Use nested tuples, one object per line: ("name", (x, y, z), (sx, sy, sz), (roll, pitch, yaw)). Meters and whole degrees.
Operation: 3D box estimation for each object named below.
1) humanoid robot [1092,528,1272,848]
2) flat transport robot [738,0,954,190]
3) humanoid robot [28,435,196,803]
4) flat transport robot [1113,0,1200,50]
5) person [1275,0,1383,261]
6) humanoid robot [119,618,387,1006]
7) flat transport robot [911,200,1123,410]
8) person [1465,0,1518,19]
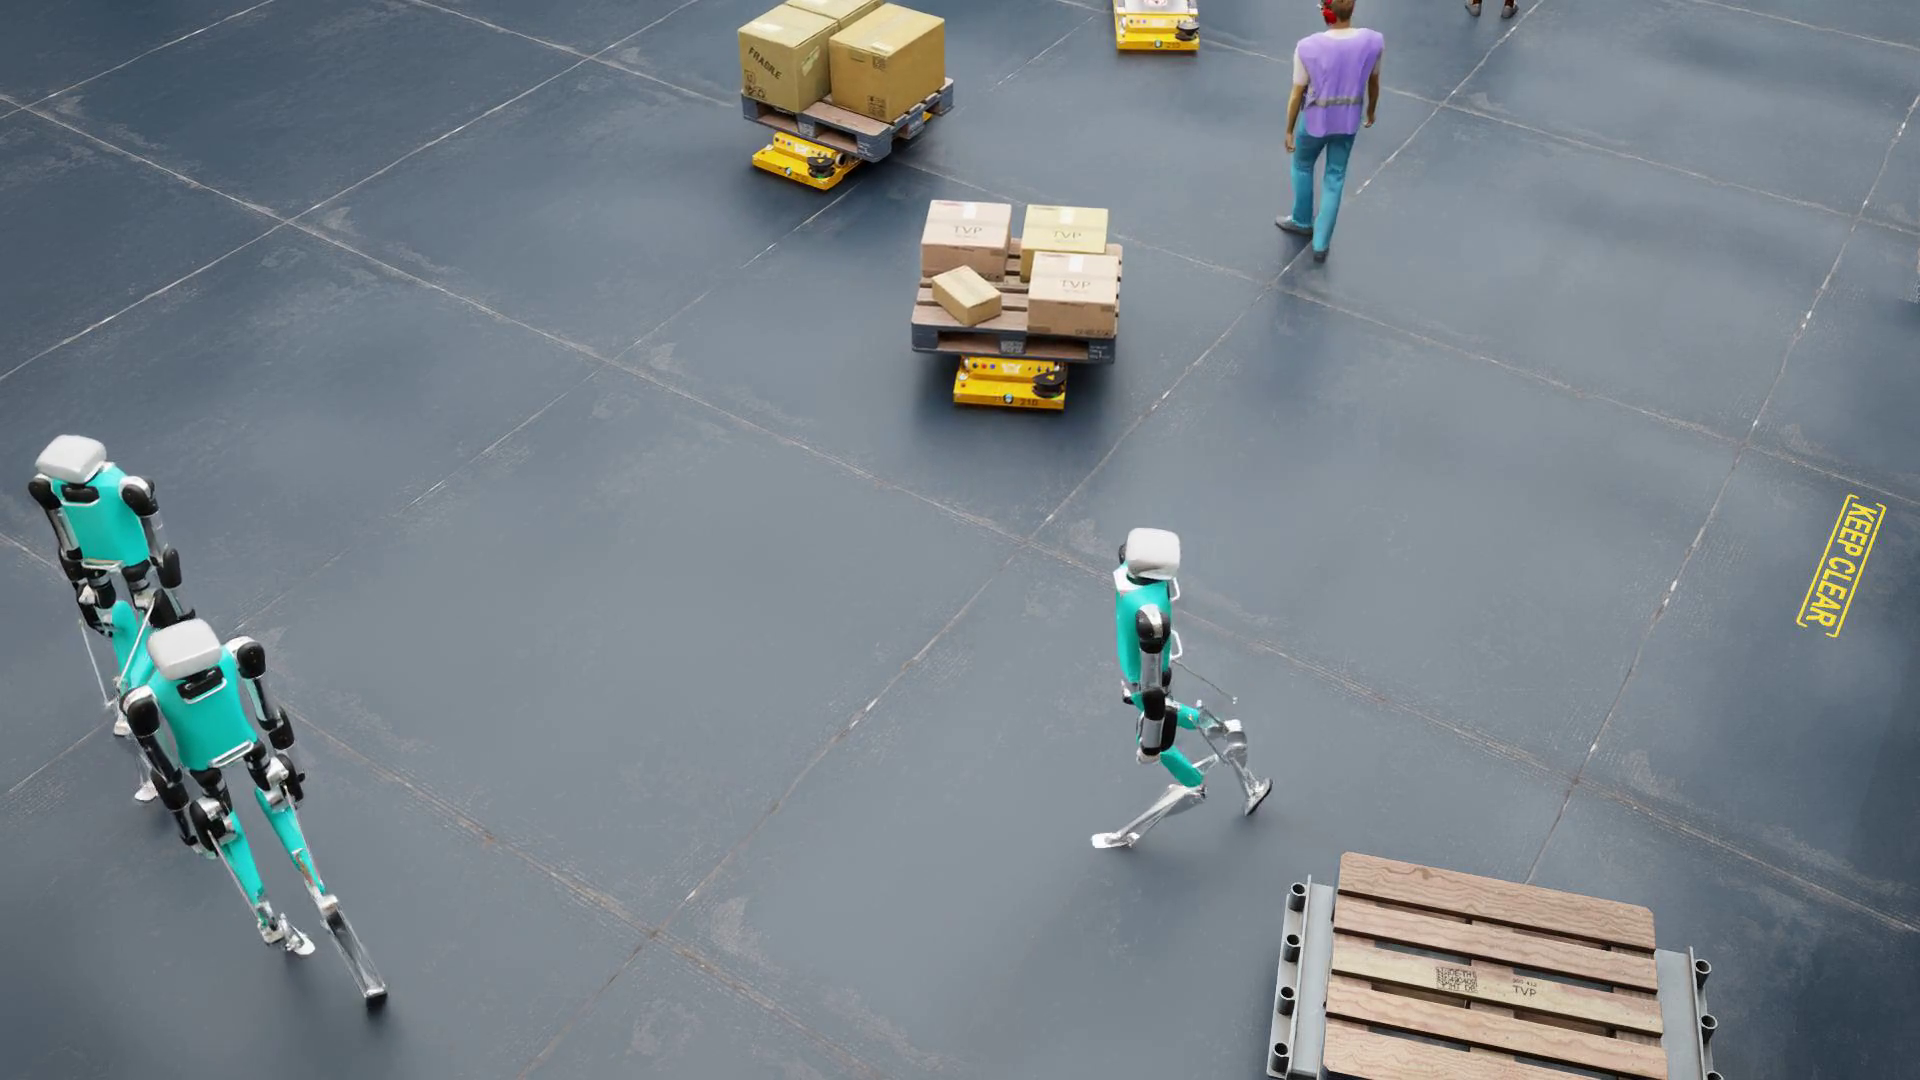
("humanoid robot", (1.061, 0.661, 6.954), (0.947, 1.769, 0.548), (-3, 42, -4))
("flat transport robot", (-0.820, -3.013, 12.150), (0.659, 0.231, 1.431), (24, 47, 24))
("humanoid robot", (-3.680, 0.446, 7.212), (0.540, 1.761, 1.028), (5, 42, 6))
("flat transport robot", (1.599, -4.443, 13.751), (0.659, 0.231, 1.431), (1, 42, 1))
("person", (2.370, -2.674, 10.609), (0.664, 1.818, 0.535), (-3, 42, -3))
("humanoid robot", (-2.610, 1.163, 6.414), (0.885, 1.820, 0.554), (32, 51, 31))
("flat transport robot", (0.361, -1.314, 10.249), (0.659, 0.231, 1.431), (4, 42, 5))
("person", (4.406, -5.120, 13.255), (0.550, 1.940, 0.433), (10, 43, 11))
